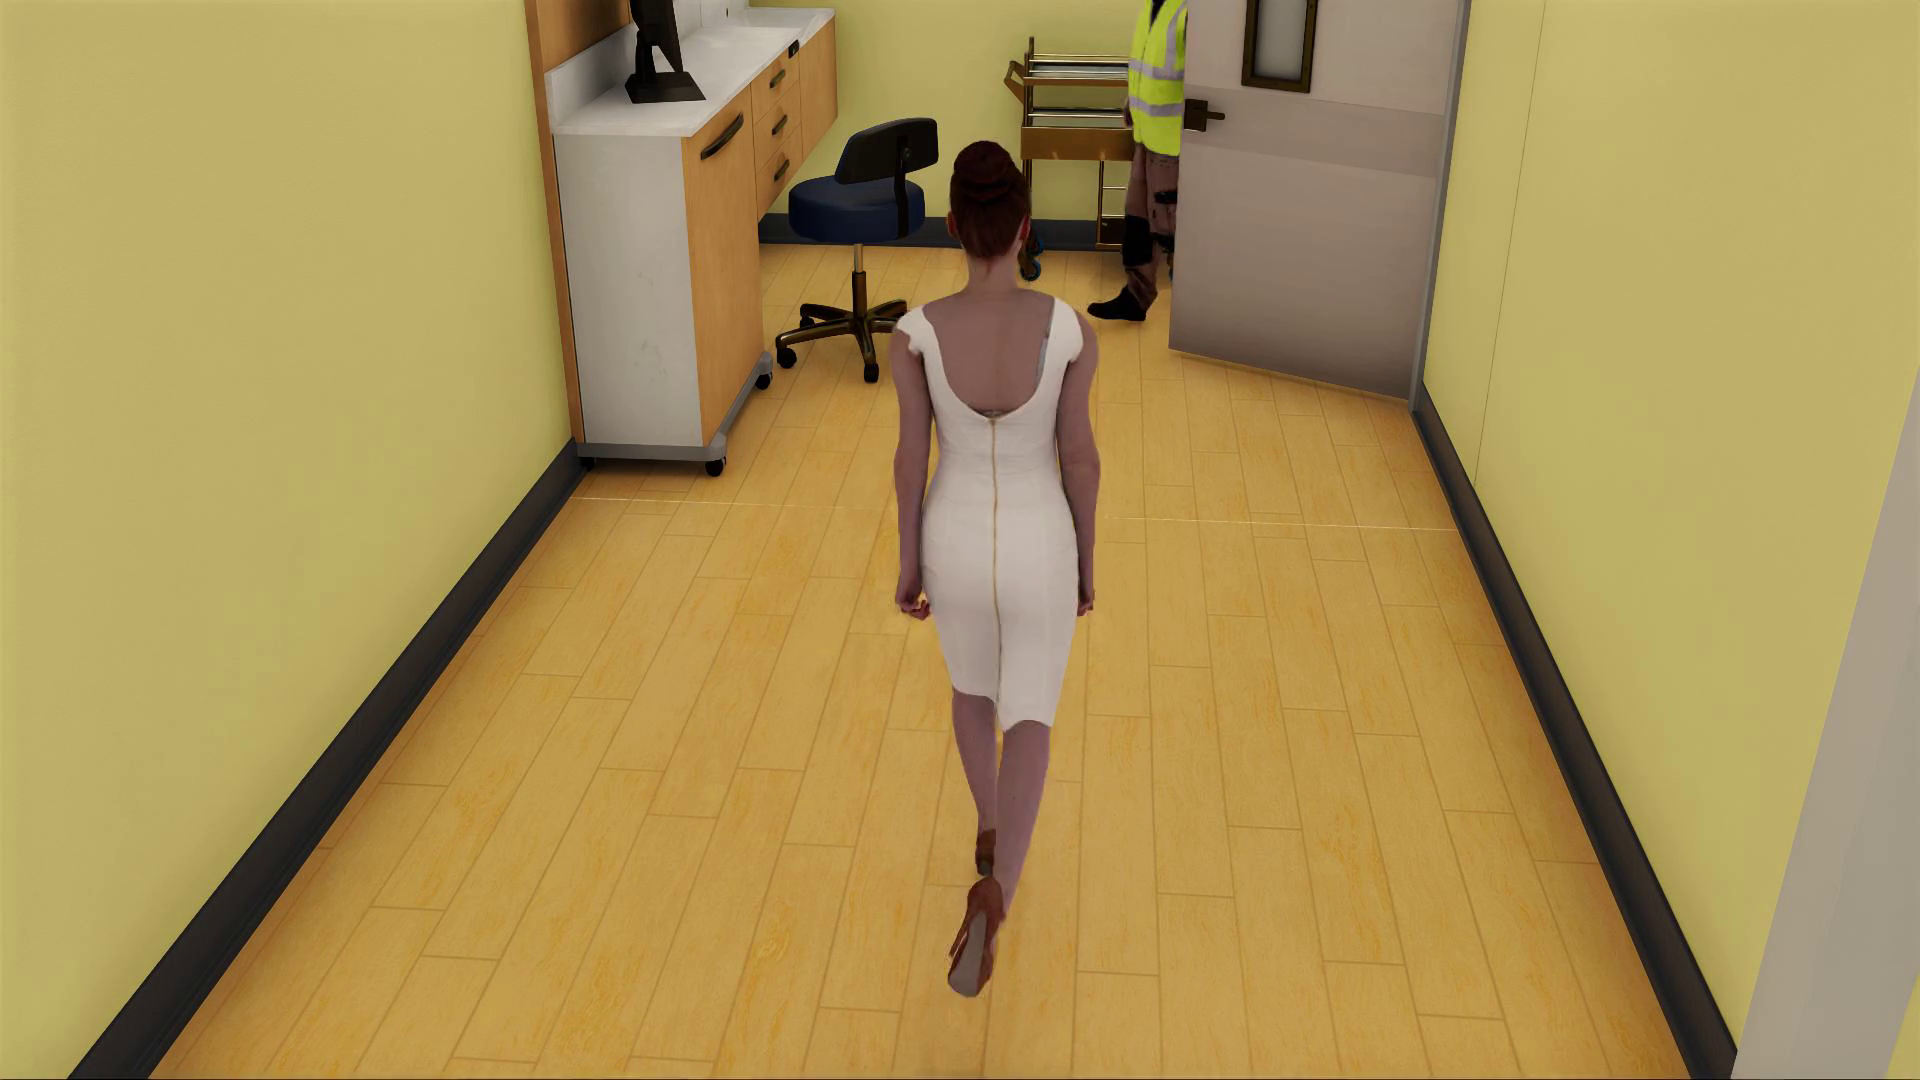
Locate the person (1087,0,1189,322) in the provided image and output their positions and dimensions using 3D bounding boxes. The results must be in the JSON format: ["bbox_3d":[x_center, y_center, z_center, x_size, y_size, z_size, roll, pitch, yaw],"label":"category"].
[{"bbox_3d":[0.982,-1.792,7.260,1.102,1.815,1.004,-7,27,-14],"label":"person"}]

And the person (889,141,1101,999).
[{"bbox_3d":[0.061,0.118,3.343,0.962,1.776,0.660,3,26,7],"label":"person"}]
